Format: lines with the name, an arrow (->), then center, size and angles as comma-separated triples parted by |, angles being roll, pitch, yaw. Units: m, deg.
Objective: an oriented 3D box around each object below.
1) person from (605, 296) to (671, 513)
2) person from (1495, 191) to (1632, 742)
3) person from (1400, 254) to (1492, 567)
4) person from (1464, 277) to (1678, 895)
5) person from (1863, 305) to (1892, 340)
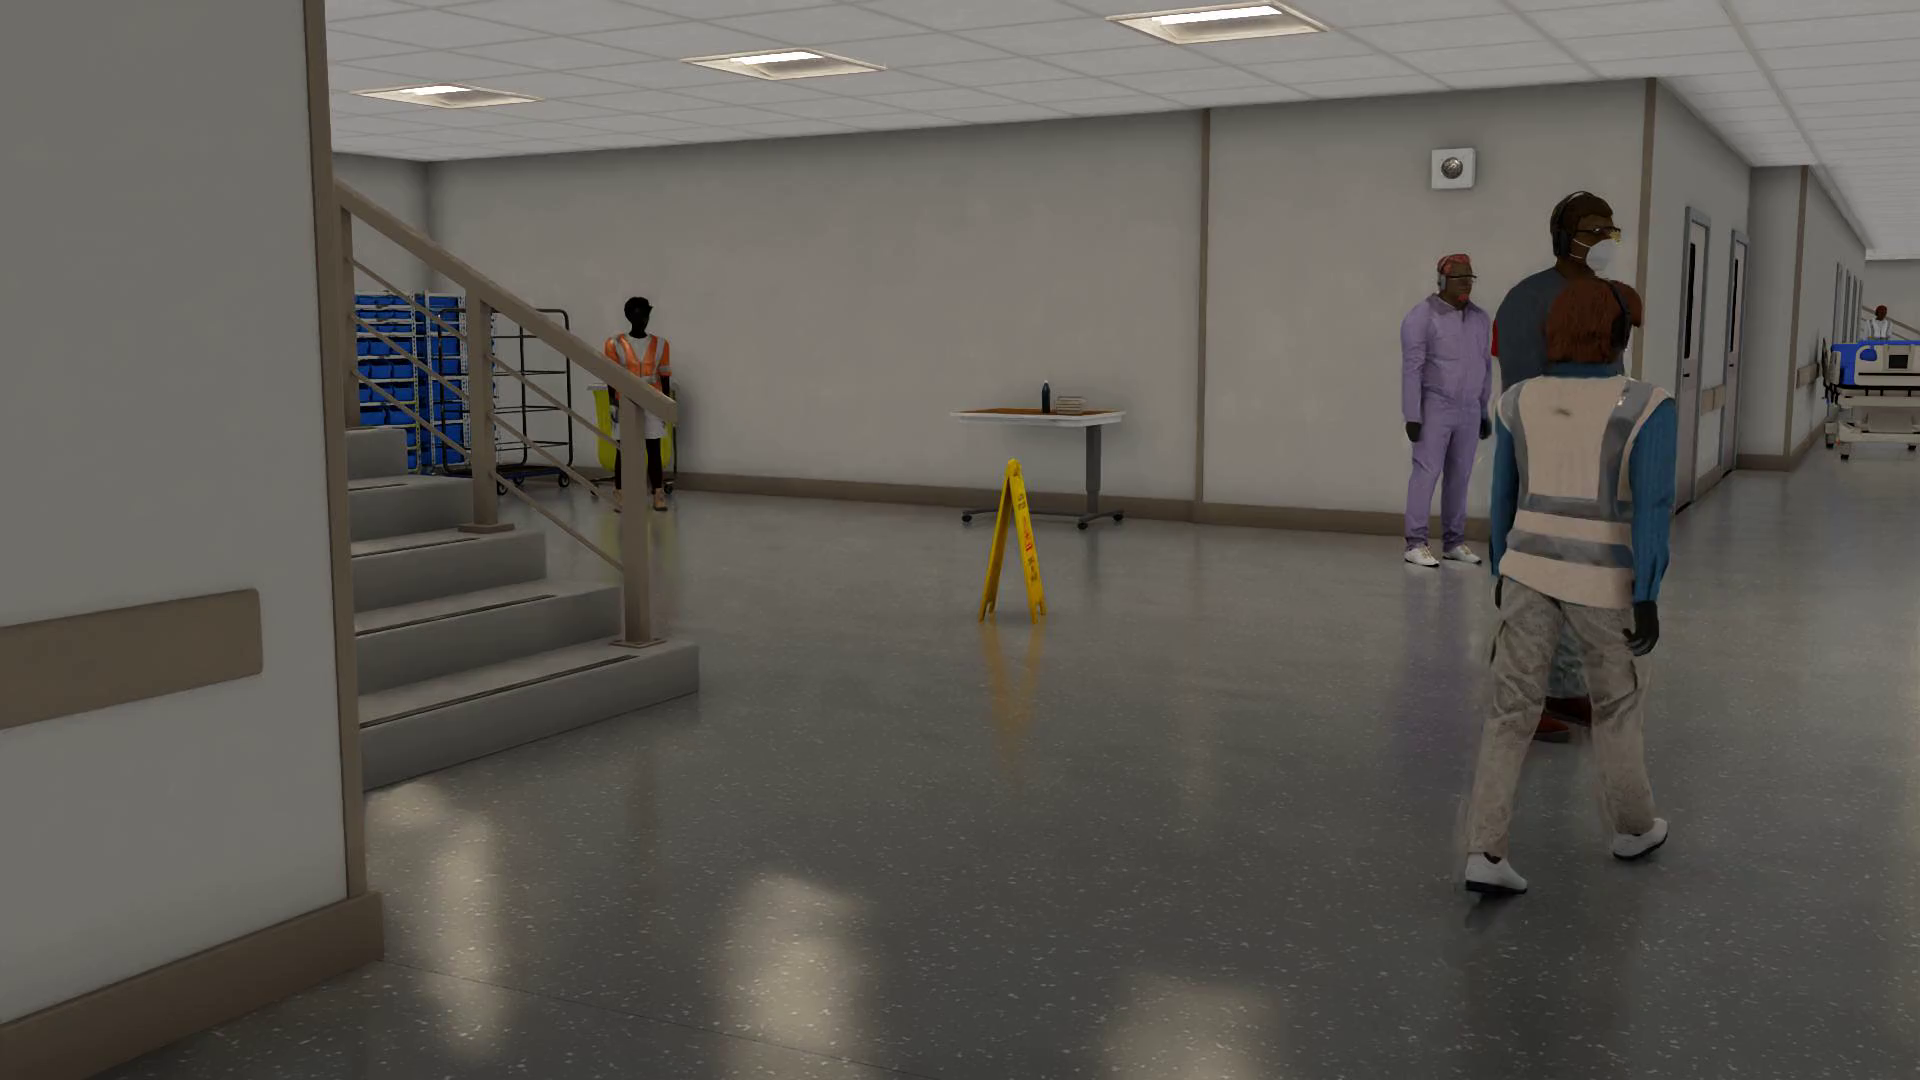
person -> -2.512, -1.050, 13.007 | 0.530, 1.692, 0.322 | -3, 8, -21
person -> 2.177, -0.262, 5.959 | 0.631, 1.939, 0.370 | -5, 9, -33
person -> 2.986, -0.782, 10.138 | 0.650, 1.900, 0.398 | -4, 8, -26
person -> 1.606, 0.116, 4.350 | 0.888, 1.592, 0.531 | -7, 10, -42
person -> 19.498, -4.049, 35.364 | 0.571, 1.875, 0.365 | 0, 7, 3
